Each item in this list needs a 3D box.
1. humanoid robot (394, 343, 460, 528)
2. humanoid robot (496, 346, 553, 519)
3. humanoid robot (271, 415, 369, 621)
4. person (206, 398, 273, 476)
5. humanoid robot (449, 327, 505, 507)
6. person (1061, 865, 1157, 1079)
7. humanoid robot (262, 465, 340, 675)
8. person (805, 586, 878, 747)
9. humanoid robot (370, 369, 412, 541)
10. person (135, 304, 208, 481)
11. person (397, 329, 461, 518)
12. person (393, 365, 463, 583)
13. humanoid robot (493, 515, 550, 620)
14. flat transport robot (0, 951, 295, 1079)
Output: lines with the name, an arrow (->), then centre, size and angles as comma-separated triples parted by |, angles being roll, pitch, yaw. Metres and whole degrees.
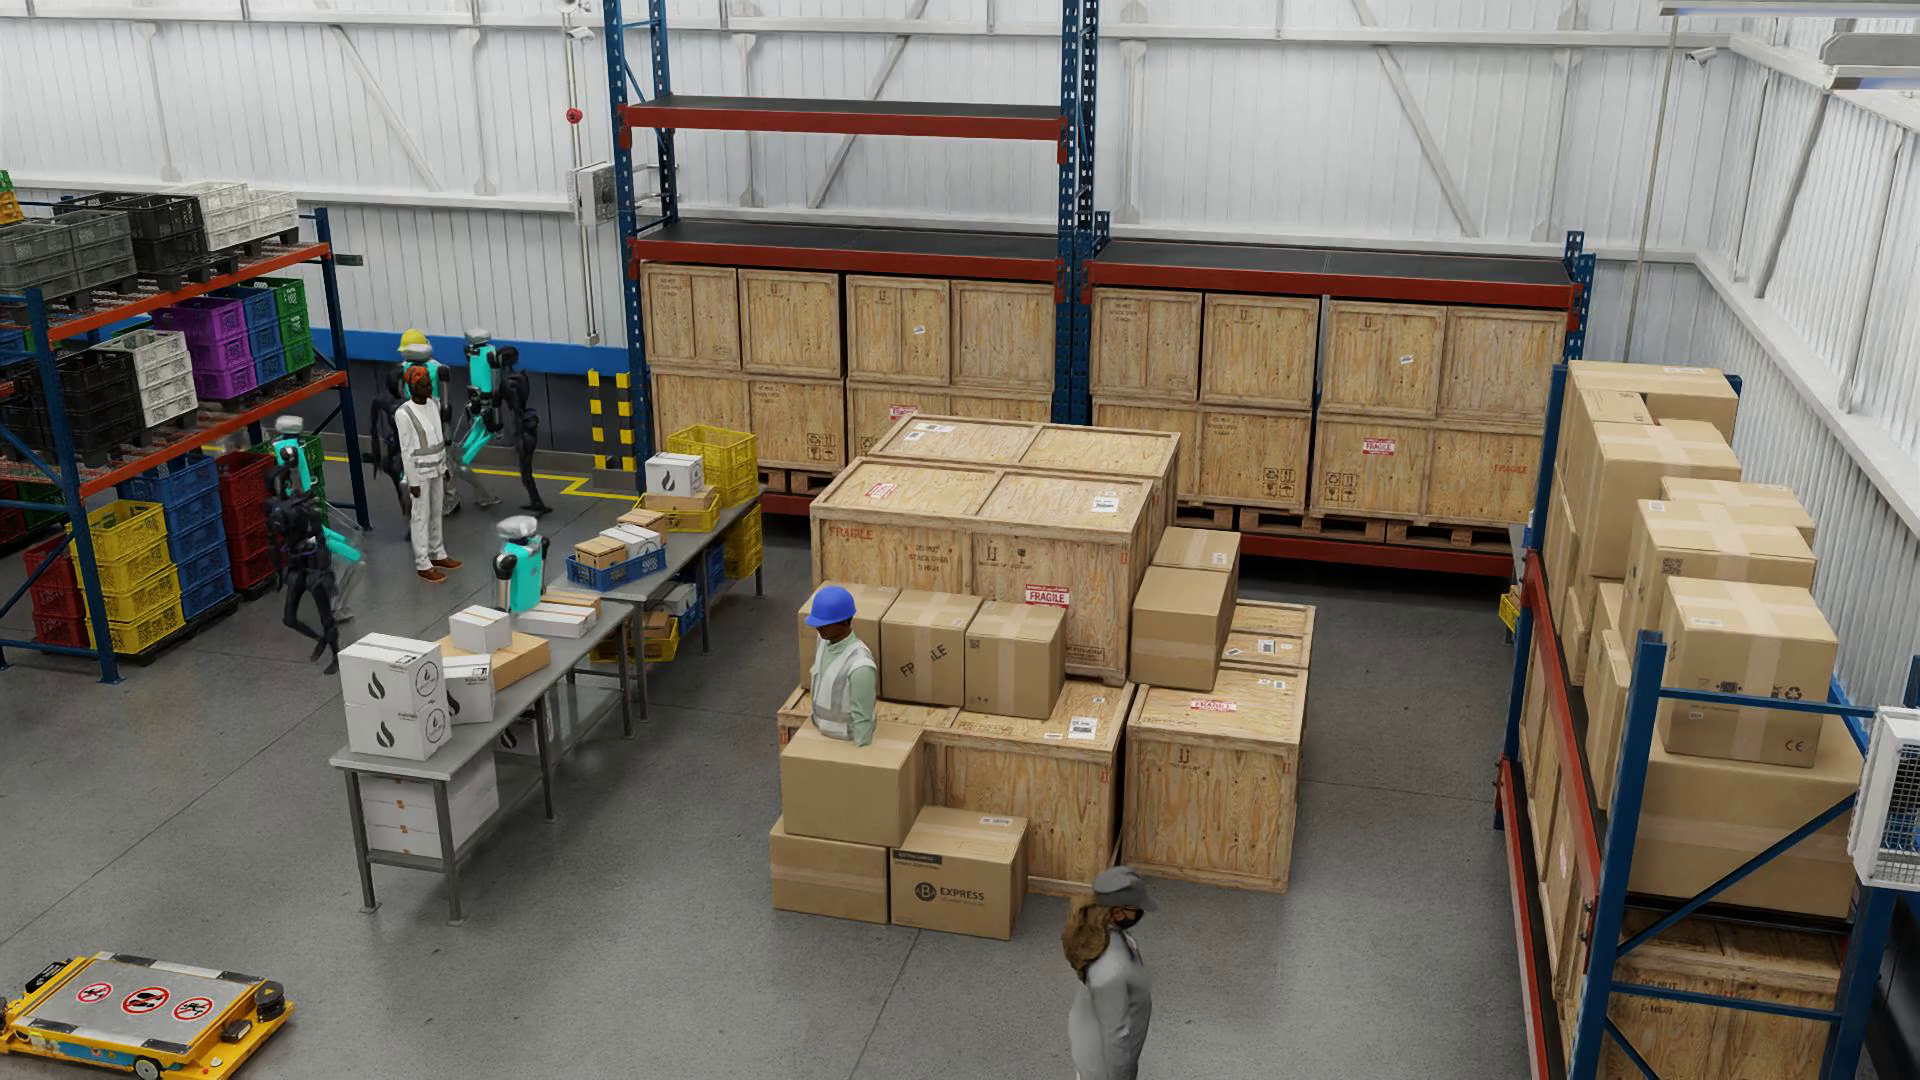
humanoid robot -> -4.984, -0.874, 15.309 | 0.554, 1.755, 1.018 | 1, 21, 3
humanoid robot -> -4.143, -1.040, 15.789 | 0.384, 1.643, 0.614 | -6, 22, -14
humanoid robot -> -5.064, -0.199, 13.377 | 0.707, 1.711, 0.530 | -9, 23, -22
person -> -6.950, -1.244, 16.128 | 0.649, 1.812, 0.661 | 10, 23, 24
humanoid robot -> -4.675, -1.119, 15.844 | 0.539, 1.748, 0.677 | 19, 28, 41
person -> 0.626, 2.197, 7.202 | 0.402, 1.764, 0.563 | -1, 21, -3
humanoid robot -> -4.915, 0.220, 12.498 | 0.616, 1.645, 0.357 | 9, 23, 23
person -> -0.685, 1.156, 9.688 | 0.411, 1.939, 0.602 | -10, 23, -25
humanoid robot -> -5.033, -0.731, 15.003 | 0.586, 1.633, 0.652 | -1, 21, -3
person -> -7.622, -1.395, 16.216 | 0.614, 2.039, 0.379 | 2, 21, 6
person -> -5.070, -1.110, 15.782 | 0.585, 1.823, 0.405 | 12, 24, 28
person -> -4.578, -0.577, 14.297 | 0.361, 1.882, 0.573 | 5, 22, 14
humanoid robot -> -3.133, 0.687, 11.246 | 0.751, 1.820, 0.549 | 7, 22, 17
flat transport robot -> -4.270, 2.464, 8.601 | 1.431, 0.231, 0.659 | 5, 22, 13
